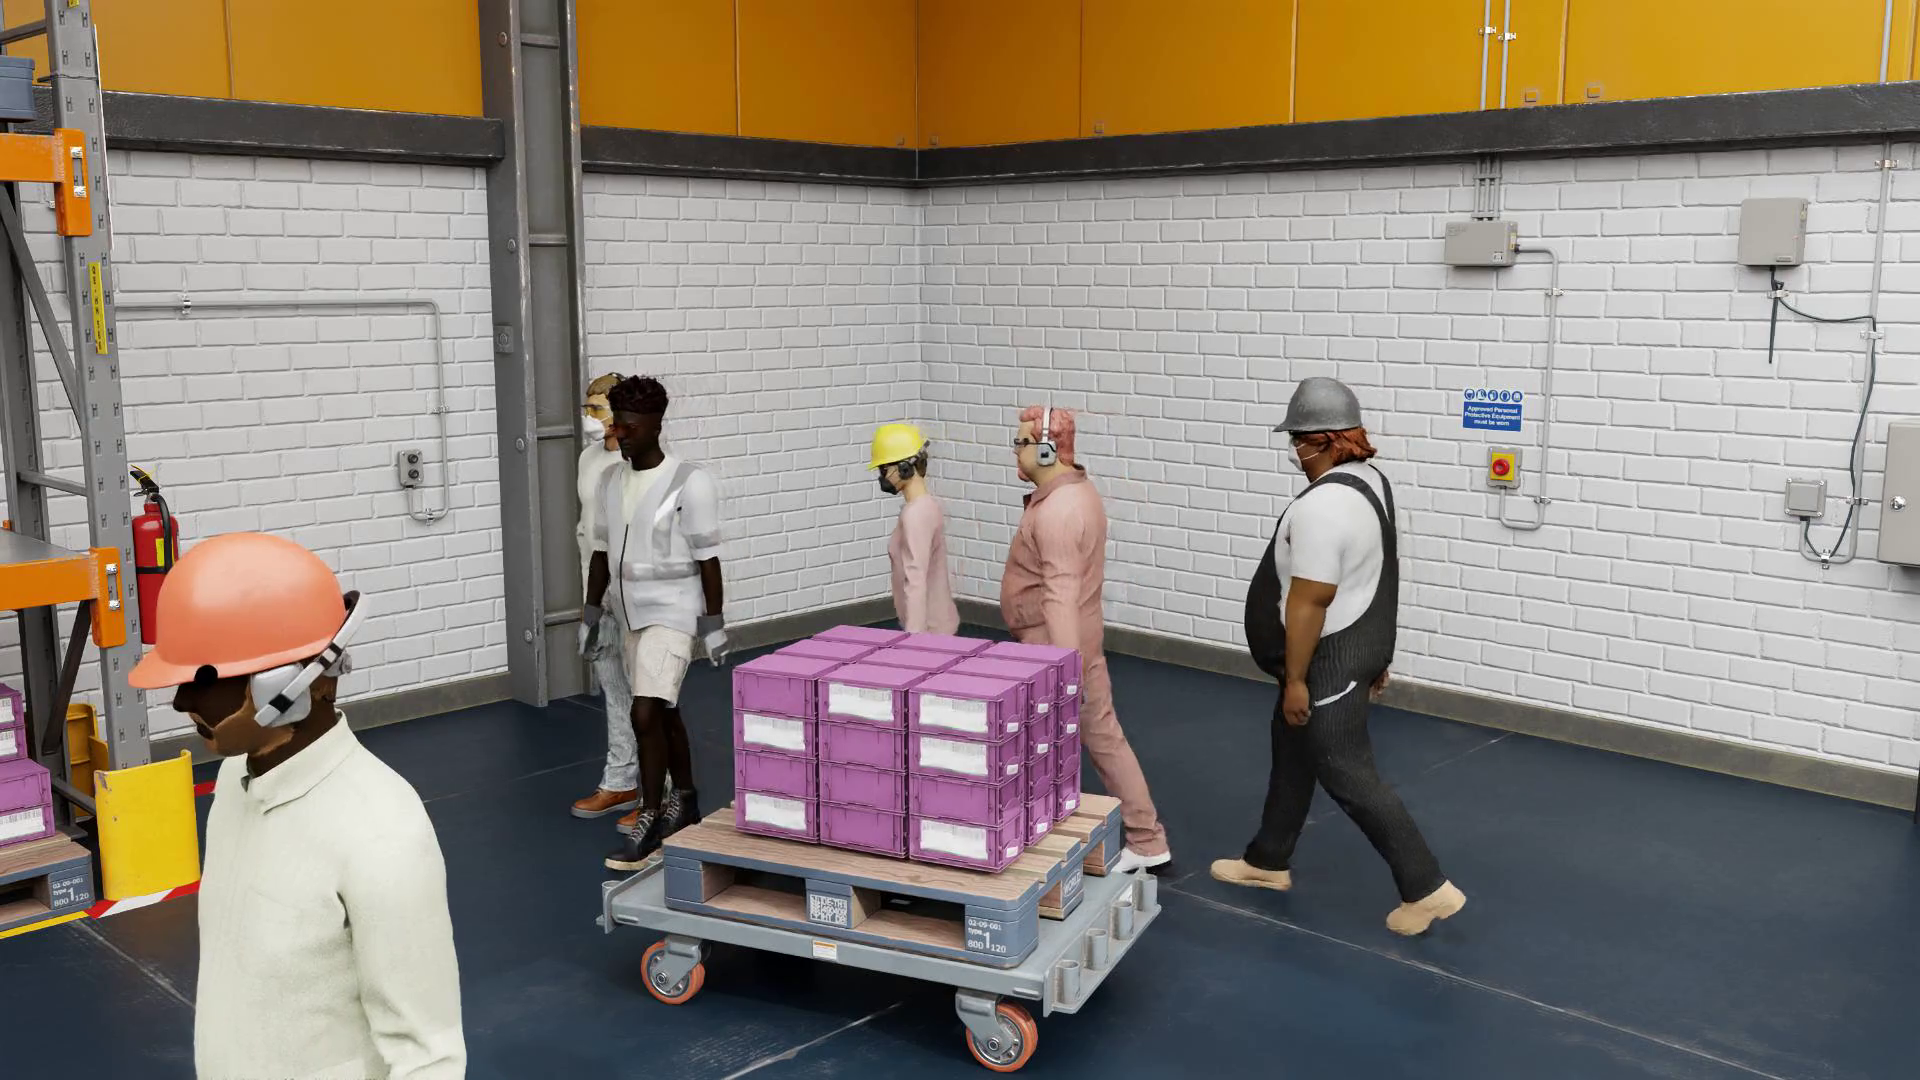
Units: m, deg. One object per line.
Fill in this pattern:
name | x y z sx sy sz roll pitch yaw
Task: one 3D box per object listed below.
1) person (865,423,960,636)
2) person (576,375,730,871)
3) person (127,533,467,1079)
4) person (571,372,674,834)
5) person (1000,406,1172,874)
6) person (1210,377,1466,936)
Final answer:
person | -0.107 0.390 6.842 0.583 1.732 0.568 1 9 4
person | -1.299 0.322 6.610 0.635 1.938 0.758 7 12 38
person | -0.985 0.966 2.553 0.401 1.986 0.612 -9 13 -44
person | -1.402 0.263 7.012 0.376 1.940 0.629 -9 13 -44
person | 0.359 0.407 6.410 1.012 1.856 0.641 3 10 17
person | 1.395 0.378 5.997 0.980 2.000 0.683 5 11 29
